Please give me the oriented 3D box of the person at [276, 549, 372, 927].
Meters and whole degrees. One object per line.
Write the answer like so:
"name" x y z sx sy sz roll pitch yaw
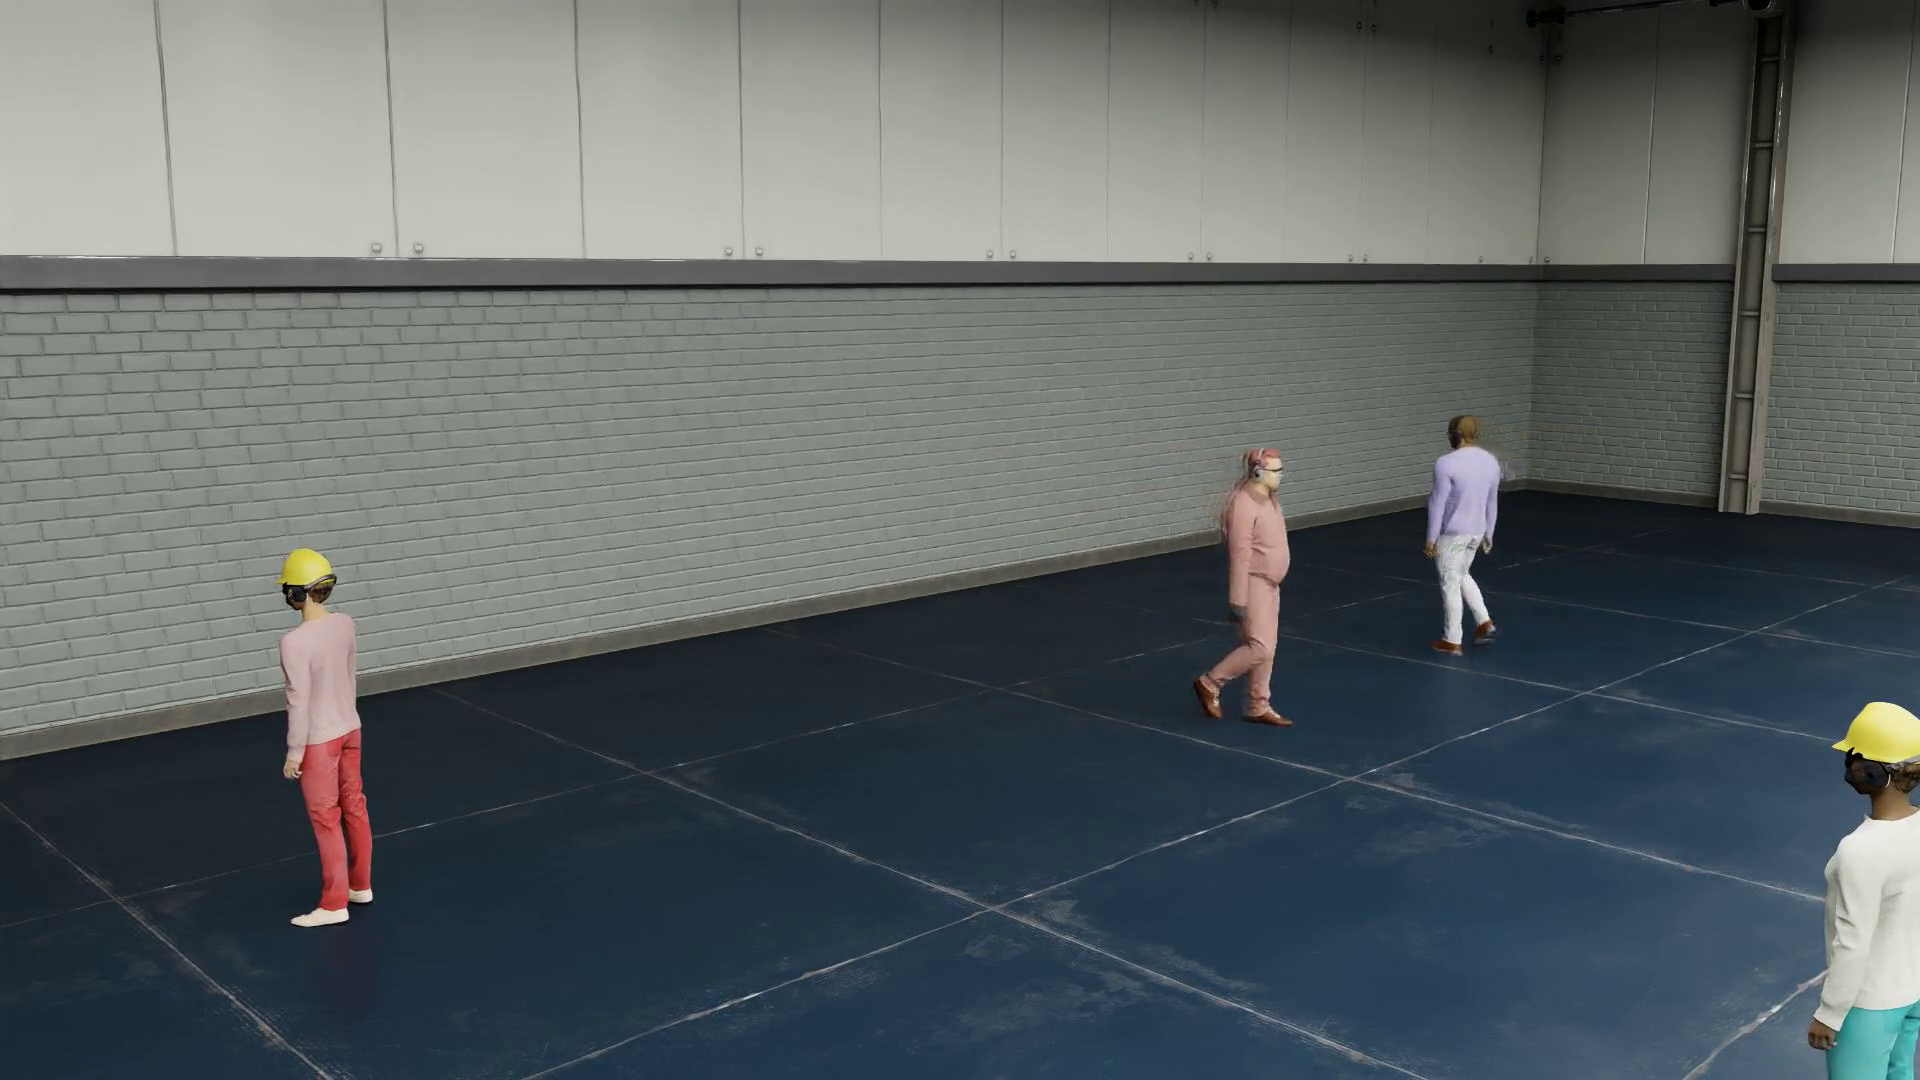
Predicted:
"person" -2.977 0.916 7.733 0.327 1.769 0.525 2 9 12

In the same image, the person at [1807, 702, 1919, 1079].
"person" 2.730 1.356 5.007 0.525 1.769 0.310 -7 12 -38

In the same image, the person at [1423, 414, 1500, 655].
"person" 3.970 -0.039 13.193 0.634 1.926 0.457 -6 11 -33

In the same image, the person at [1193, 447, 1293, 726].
"person" 1.923 0.318 11.065 0.536 1.891 0.649 4 10 26
